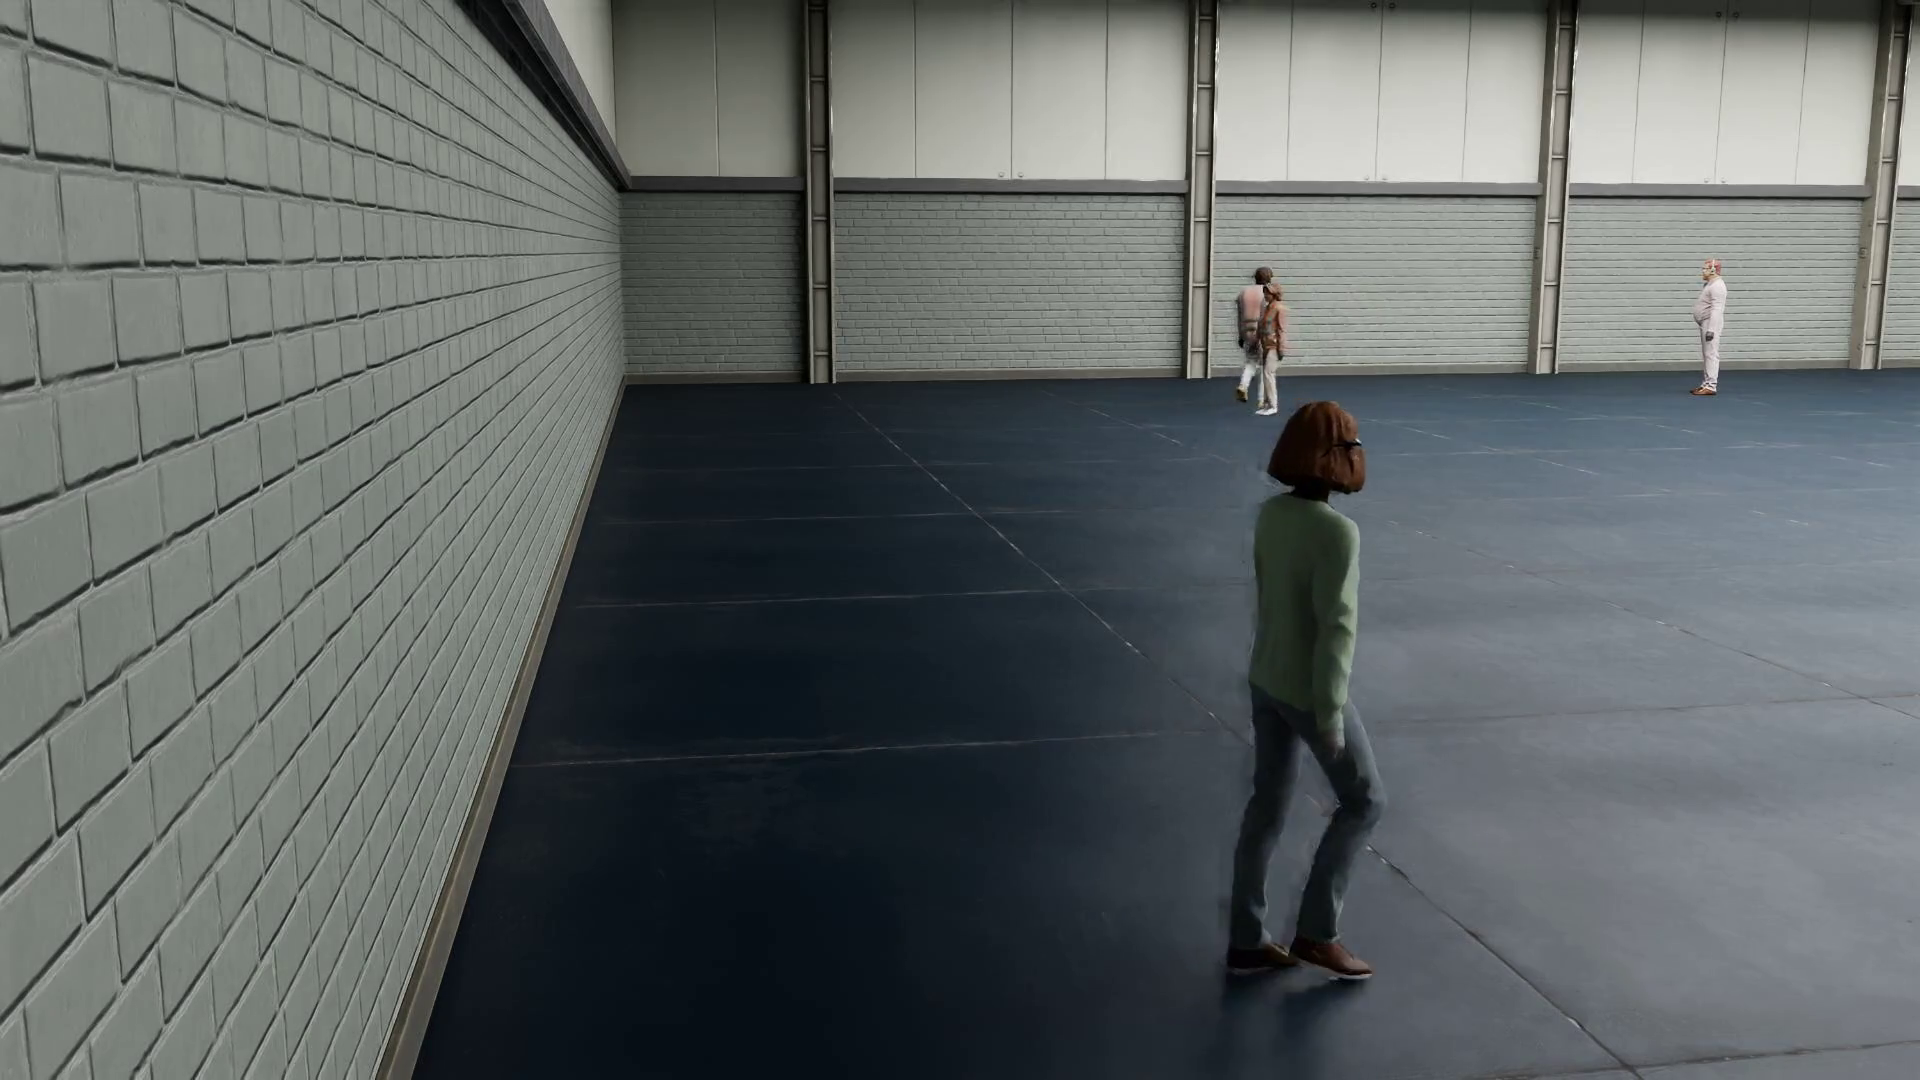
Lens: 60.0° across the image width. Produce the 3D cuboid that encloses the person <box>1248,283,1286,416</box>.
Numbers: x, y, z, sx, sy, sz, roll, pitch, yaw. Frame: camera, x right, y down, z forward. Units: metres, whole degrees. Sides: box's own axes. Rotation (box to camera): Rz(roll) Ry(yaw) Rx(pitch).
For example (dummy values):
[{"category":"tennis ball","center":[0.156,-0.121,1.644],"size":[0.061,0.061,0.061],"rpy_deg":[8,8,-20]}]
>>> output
[{"category":"person","center":[3.813,-2.347,20.535],"size":[0.402,1.633,0.532],"rpy_deg":[-2,10,-12]}]

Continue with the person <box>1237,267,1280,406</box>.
[{"category":"person","center":[3.901,-2.643,21.681],"size":[0.644,1.824,0.459],"rpy_deg":[9,14,43]}]

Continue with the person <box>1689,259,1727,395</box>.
[{"category":"person","center":[10.554,-2.994,23.462],"size":[0.403,1.911,0.637],"rpy_deg":[4,10,20]}]

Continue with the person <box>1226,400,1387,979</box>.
[{"category":"person","center":[0.973,0.427,4.584],"size":[0.516,1.619,0.523],"rpy_deg":[-3,10,-17]}]
